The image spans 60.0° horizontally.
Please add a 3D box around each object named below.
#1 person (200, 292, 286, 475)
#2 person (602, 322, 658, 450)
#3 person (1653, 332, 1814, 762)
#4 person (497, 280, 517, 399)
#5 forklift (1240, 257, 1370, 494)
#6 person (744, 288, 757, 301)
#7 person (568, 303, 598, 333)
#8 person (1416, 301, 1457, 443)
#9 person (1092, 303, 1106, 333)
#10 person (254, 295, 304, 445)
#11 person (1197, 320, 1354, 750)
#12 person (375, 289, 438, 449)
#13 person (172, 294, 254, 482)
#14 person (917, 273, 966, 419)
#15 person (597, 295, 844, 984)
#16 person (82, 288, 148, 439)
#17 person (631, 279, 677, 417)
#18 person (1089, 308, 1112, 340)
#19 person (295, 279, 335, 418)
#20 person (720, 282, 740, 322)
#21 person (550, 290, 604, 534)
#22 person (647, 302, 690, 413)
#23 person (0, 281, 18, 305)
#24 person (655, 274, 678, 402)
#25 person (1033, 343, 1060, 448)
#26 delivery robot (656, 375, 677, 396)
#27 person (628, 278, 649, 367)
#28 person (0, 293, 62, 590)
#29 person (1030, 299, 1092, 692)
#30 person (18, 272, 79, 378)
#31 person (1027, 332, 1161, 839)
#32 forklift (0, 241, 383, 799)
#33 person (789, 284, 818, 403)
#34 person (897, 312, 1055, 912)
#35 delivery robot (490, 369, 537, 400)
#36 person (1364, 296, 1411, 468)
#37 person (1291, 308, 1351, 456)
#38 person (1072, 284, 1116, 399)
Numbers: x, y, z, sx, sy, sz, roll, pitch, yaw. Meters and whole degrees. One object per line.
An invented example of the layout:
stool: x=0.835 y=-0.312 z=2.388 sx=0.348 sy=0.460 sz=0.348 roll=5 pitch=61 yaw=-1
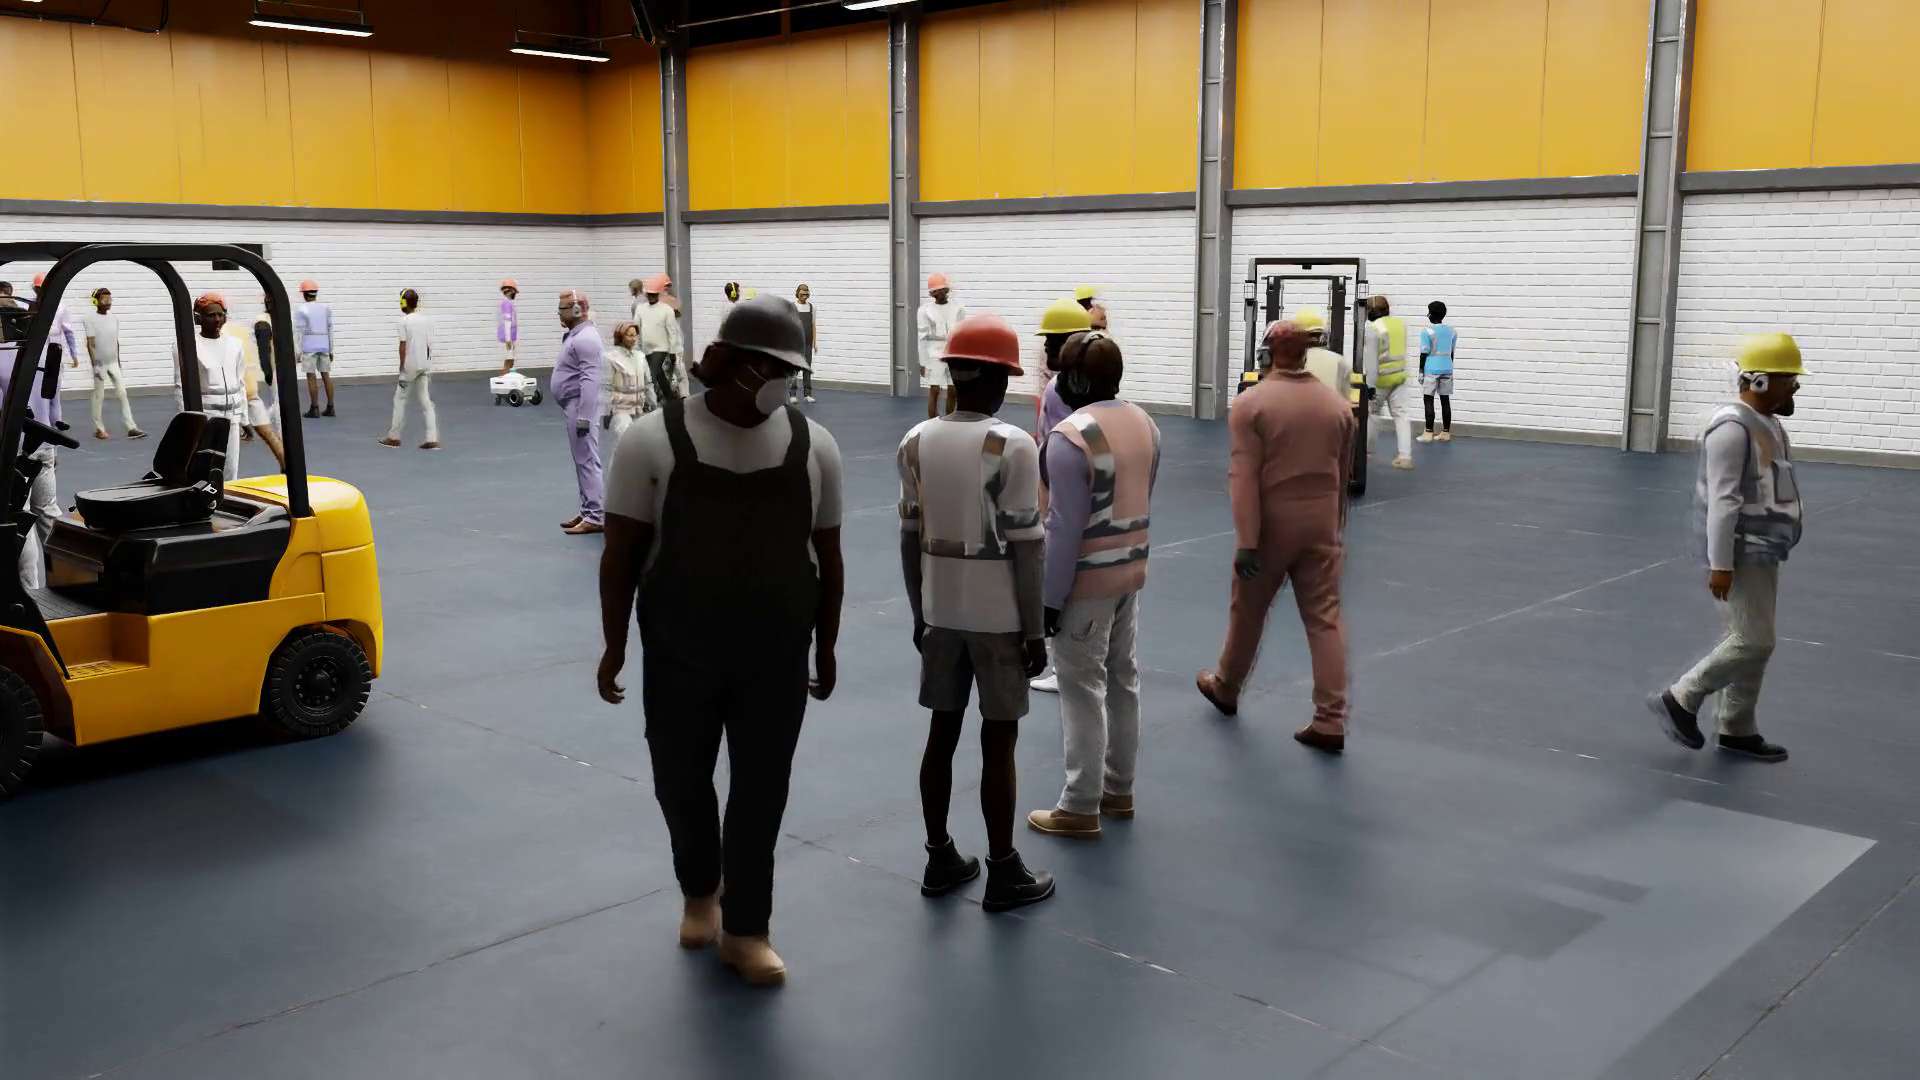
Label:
person: x=-6.671 y=-1.344 z=15.321 sx=1.060 sy=1.858 sz=0.626 roll=1 pitch=9 yaw=5
person: x=-2.840 y=-1.104 z=14.620 sx=0.801 sy=1.606 sz=0.518 roll=5 pitch=10 yaw=27
person: x=3.280 y=0.038 z=6.959 sx=0.440 sy=1.812 sz=0.611 roll=8 pitch=12 yaw=41
person: x=-7.193 y=-3.181 z=26.516 sx=0.370 sy=1.888 sz=0.669 roll=-3 pitch=10 yaw=-18
forklift: x=3.309 y=-1.629 z=16.029 sx=1.214 sy=2.155 sz=2.313 roll=2 pitch=9 yaw=11
person: x=-3.253 y=-3.039 z=26.029 sx=0.534 sy=1.769 sz=0.346 roll=-1 pitch=9 yaw=-8
person: x=-6.669 y=-3.523 z=29.485 sx=0.516 sy=1.583 sz=0.852 roll=-2 pitch=9 yaw=-11
person: x=5.696 y=-2.003 z=19.876 sx=0.537 sy=1.694 sz=0.321 roll=-4 pitch=10 yaw=-24
person: x=1.887 y=-2.430 z=22.738 sx=0.787 sy=1.610 sz=0.519 roll=4 pitch=10 yaw=24
person: x=-8.031 y=-2.009 z=19.497 sx=0.586 sy=1.823 sz=0.639 roll=1 pitch=9 yaw=5
person: x=1.431 y=-0.043 z=7.384 sx=0.662 sy=1.839 sz=1.018 roll=-4 pitch=10 yaw=-21
person: x=-6.379 y=-1.953 z=19.111 sx=0.829 sy=1.839 sz=0.567 roll=5 pitch=10 yaw=26
person: x=-5.555 y=-0.882 z=12.398 sx=0.337 sy=1.882 sz=0.583 roll=6 pitch=11 yaw=31
person: x=-0.205 y=-2.186 z=20.083 sx=0.646 sy=2.017 sz=0.406 roll=-3 pitch=10 yaw=-17
person: x=-0.685 y=0.261 z=4.912 sx=0.739 sy=2.000 sz=0.590 roll=-3 pitch=10 yaw=-16
person: x=-10.295 y=-2.121 z=20.144 sx=0.650 sy=1.855 sz=0.550 roll=5 pitch=11 yaw=28
person: x=-4.258 y=-2.662 z=23.188 sx=0.619 sy=1.933 sz=1.084 roll=6 pitch=11 yaw=31
person: x=1.599 y=-1.990 z=20.053 sx=0.509 sy=1.603 sz=0.805 roll=7 pitch=11 yaw=36
person: x=-9.007 y=-2.668 z=23.189 sx=0.377 sy=1.933 sz=0.551 roll=7 pitch=12 yaw=36
person: x=-3.431 y=-2.957 z=25.166 sx=0.325 sy=1.871 sz=0.517 roll=-7 pitch=11 yaw=-35
person: x=-3.000 y=-1.001 z=13.065 sx=0.407 sy=1.904 sz=0.655 roll=-3 pitch=10 yaw=-17
person: x=-4.126 y=-2.565 z=23.562 sx=0.780 sy=1.610 sz=0.511 roll=-4 pitch=10 yaw=-21
person: x=-12.743 y=-2.504 z=22.298 sx=0.586 sy=1.890 sz=0.856 roll=-6 pitch=11 yaw=-32
person: x=-4.617 y=-3.154 z=25.994 sx=0.381 sy=1.995 sz=0.611 roll=3 pitch=10 yaw=15
person: x=0.929 y=-1.323 z=15.629 sx=0.555 sy=1.712 sz=0.932 roll=-6 pitch=11 yaw=-33
delivery robot: x=-4.769 y=-2.497 z=26.079 sx=0.707 sy=0.478 sz=0.477 roll=8 pitch=12 yaw=41
person: x=-5.194 y=-3.365 z=27.512 sx=0.591 sy=1.919 sz=0.645 roll=1 pitch=9 yaw=4
person: x=-5.616 y=-0.501 z=9.913 sx=0.372 sy=1.934 sz=0.627 roll=2 pitch=10 yaw=13
person: x=0.529 y=-0.211 z=8.157 sx=0.381 sy=1.924 sz=0.593 roll=4 pitch=10 yaw=24
person: x=-11.519 y=-2.371 z=21.069 sx=0.572 sy=2.029 sz=0.648 roll=8 pitch=12 yaw=41
person: x=0.465 y=0.167 z=6.099 sx=0.429 sy=1.845 sz=0.621 roll=7 pitch=11 yaw=35
forklift: x=-3.706 y=-0.171 z=7.093 sx=1.214 sy=2.155 sz=2.313 roll=9 pitch=13 yaw=43
person: x=-2.446 y=-3.031 z=25.714 sx=0.506 sy=1.840 sz=0.345 roll=-4 pitch=10 yaw=-24
person: x=0.063 y=0.234 z=5.410 sx=0.543 sy=1.932 sz=0.370 roll=7 pitch=11 yaw=36
delivery robot: x=-6.774 y=-2.355 z=25.206 sx=0.707 sy=0.478 sz=0.477 roll=5 pitch=10 yaw=28
person: x=4.408 y=-1.653 z=17.414 sx=0.715 sy=1.783 sz=0.884 roll=-7 pitch=11 yaw=-35
person: x=2.396 y=-0.729 z=11.747 sx=0.622 sy=1.782 sz=0.919 roll=-3 pitch=10 yaw=-17
person: x=1.769 y=-2.303 z=21.129 sx=0.855 sy=1.894 sz=0.602 roll=1 pitch=9 yaw=4
